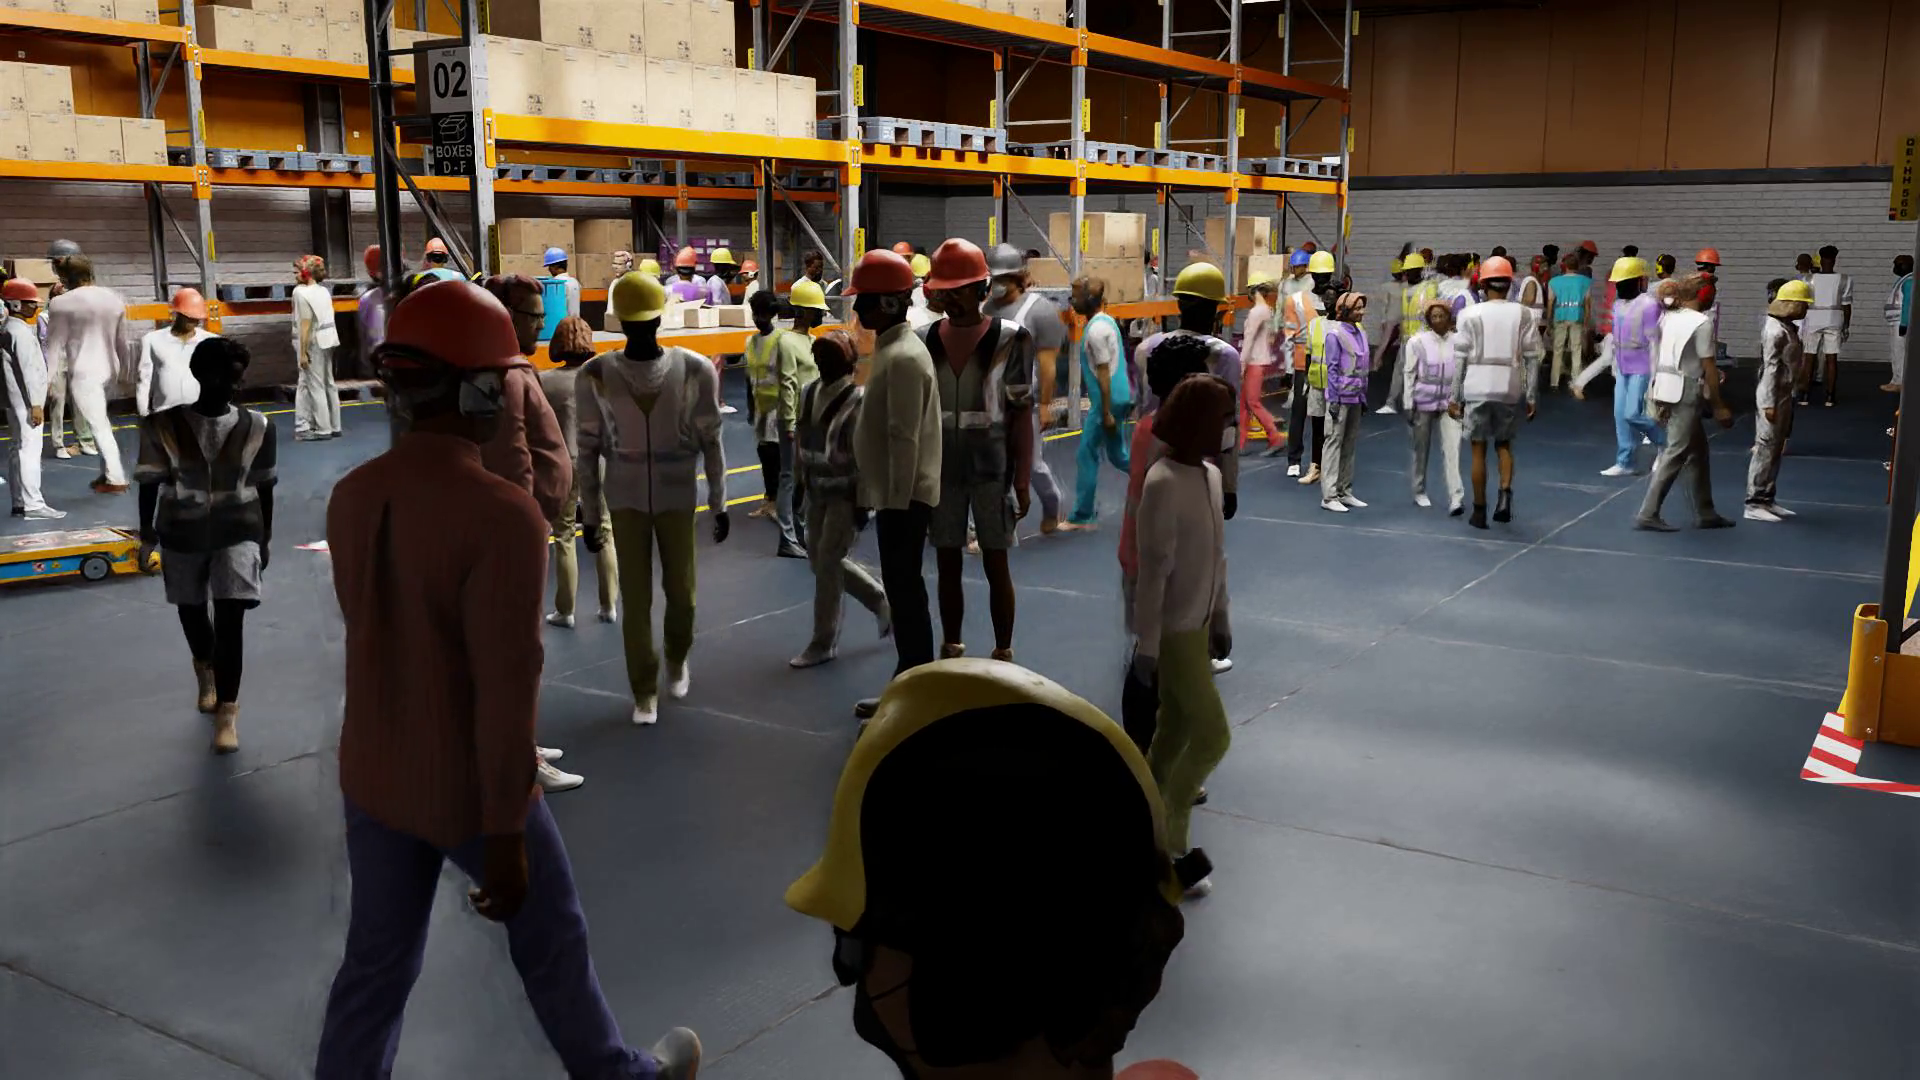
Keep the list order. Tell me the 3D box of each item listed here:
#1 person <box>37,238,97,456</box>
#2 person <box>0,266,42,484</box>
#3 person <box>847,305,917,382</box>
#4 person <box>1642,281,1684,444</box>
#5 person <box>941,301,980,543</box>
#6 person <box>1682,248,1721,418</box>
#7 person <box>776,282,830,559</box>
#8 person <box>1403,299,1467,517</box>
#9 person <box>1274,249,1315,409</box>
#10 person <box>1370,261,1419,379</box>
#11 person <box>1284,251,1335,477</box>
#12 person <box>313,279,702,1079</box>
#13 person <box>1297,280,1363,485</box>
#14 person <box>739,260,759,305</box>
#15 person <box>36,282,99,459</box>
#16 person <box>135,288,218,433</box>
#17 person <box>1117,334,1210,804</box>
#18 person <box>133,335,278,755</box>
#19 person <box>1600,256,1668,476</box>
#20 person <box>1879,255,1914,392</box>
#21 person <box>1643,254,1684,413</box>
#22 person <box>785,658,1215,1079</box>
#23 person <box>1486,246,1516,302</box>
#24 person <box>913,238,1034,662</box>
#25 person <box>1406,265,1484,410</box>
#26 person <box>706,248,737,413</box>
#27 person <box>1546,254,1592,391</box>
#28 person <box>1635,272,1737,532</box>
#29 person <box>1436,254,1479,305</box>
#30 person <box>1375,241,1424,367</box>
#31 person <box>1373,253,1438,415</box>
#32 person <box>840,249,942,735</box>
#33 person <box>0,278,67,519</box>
[{"bbox_3d":[-8.408,-1.821,15.721,0.538,2.000,0.682,-3,11,-16],"label":"person"},{"bbox_3d":[-8.074,-1.385,13.943,0.544,1.825,0.954,-2,10,-10],"label":"person"},{"bbox_3d":[-0.588,-1.161,12.489,0.559,1.873,1.023,7,12,34],"label":"person"},{"bbox_3d":[6.970,-1.742,16.442,0.502,1.625,0.288,4,11,20],"label":"person"},{"bbox_3d":[0.023,-0.925,11.199,0.356,1.883,0.572,1,10,4],"label":"person"},{"bbox_3d":[8.459,-2.357,19.009,0.390,1.927,0.548,-2,10,-8],"label":"person"},{"bbox_3d":[-0.991,-0.762,10.647,0.339,1.761,0.524,4,11,19],"label":"person"},{"bbox_3d":[3.545,-0.984,12.329,0.521,1.580,0.876,0,10,2],"label":"person"},{"bbox_3d":[4.126,-2.559,20.160,0.622,1.920,0.863,8,13,38],"label":"person"},{"bbox_3d":[6.405,-3.217,24.374,0.609,1.731,0.667,-4,11,-20],"label":"person"},{"bbox_3d":[3.063,-1.496,14.233,0.589,1.928,0.385,0,10,0],"label":"person"},{"bbox_3d":[-0.977,0.457,3.372,0.641,1.934,1.029,6,12,31],"label":"person"},{"bbox_3d":[3.034,-1.270,13.612,0.535,1.700,0.318,10,14,43],"label":"person"},{"bbox_3d":[-2.885,-2.999,23.086,0.354,1.742,0.559,-1,10,-5],"label":"person"},{"bbox_3d":[-8.309,-1.579,15.489,0.309,1.641,0.514,5,11,26],"label":"person"},{"bbox_3d":[-5.408,-0.902,11.588,0.588,1.692,0.854,-6,12,-28],"label":"person"},{"bbox_3d":[0.743,0.105,6.025,0.319,1.692,0.537,-1,10,-7],"label":"person"},{"bbox_3d":[-3.067,-0.024,6.835,0.535,1.652,0.870,-4,11,-20],"label":"person"},{"bbox_3d":[5.800,-1.471,14.212,0.636,1.895,0.592,-2,10,-10],"label":"person"},{"bbox_3d":[12.624,-2.902,22.315,0.429,1.830,0.635,4,11,19],"label":"person"},{"bbox_3d":[8.127,-2.362,19.234,0.509,1.860,0.334,-2,10,-9],"label":"person"},{"bbox_3d":[0.037,0.949,1.167,0.341,1.761,0.529,4,11,23],"label":"person"},{"bbox_3d":[8.558,-3.695,26.416,0.630,1.932,0.364,-8,13,-37],"label":"person"},{"bbox_3d":[0.021,-0.294,7.313,0.612,2.029,0.407,4,11,20],"label":"person"},{"bbox_3d":[5.590,-2.225,18.792,1.114,1.756,0.596,8,13,38],"label":"person"},{"bbox_3d":[-2.811,-2.452,19.532,0.386,1.927,0.589,-2,10,-9],"label":"person"},{"bbox_3d":[8.166,-2.912,22.343,0.563,1.839,0.391,2,10,11],"label":"person"},{"bbox_3d":[5.085,-0.940,11.510,0.775,1.812,0.600,1,10,5],"label":"person"},{"bbox_3d":[6.167,-2.578,20.514,0.612,1.872,1.067,-3,11,-14],"label":"person"},{"bbox_3d":[6.746,-3.574,25.433,0.695,2.000,0.777,-3,11,-16],"label":"person"},{"bbox_3d":[5.303,-2.378,19.273,0.968,1.878,0.587,-5,12,-28],"label":"person"},{"bbox_3d":[-0.279,-0.187,6.825,0.408,1.986,0.617,-1,10,-6],"label":"person"},{"bbox_3d":[-6.804,-1.022,12.125,0.358,1.751,0.575,-10,14,-43],"label":"person"}]
